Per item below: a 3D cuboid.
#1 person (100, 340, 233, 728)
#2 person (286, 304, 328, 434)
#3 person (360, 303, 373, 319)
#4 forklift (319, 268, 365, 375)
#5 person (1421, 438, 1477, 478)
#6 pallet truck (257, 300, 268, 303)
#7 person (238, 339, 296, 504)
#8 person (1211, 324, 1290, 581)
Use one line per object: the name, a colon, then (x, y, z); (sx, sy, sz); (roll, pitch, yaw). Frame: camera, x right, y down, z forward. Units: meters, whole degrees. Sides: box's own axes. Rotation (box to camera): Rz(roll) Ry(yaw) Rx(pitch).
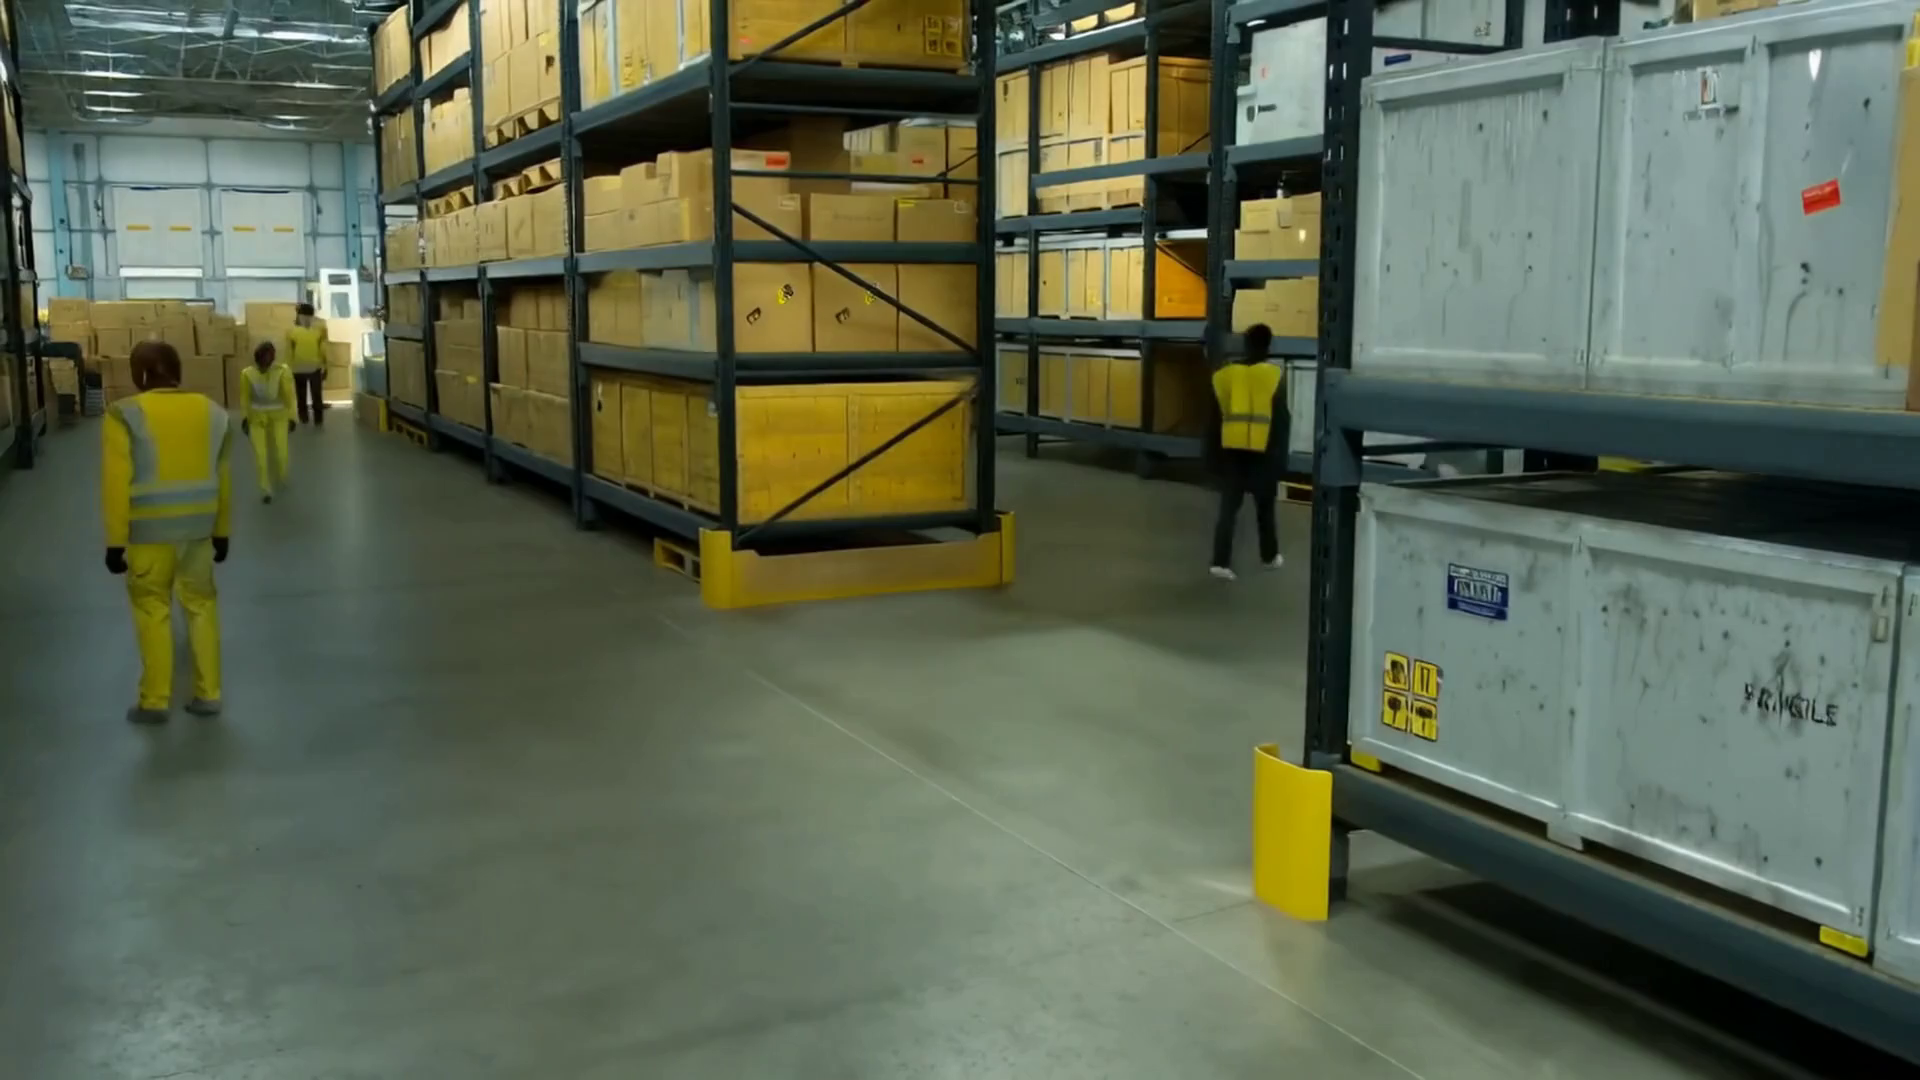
person: (-3.753, -0.028, 7.889); (0.429, 1.833, 0.631); (5, 10, 33)
person: (-9.861, -2.584, 25.134); (0.602, 1.954, 1.030); (-3, 9, -23)
person: (-20.855, -7.411, 58.609); (0.934, 1.898, 0.544); (3, 9, 20)
forklift: (-16.433, -5.812, 44.169); (1.129, 2.768, 1.873); (-1, 8, -9)
person: (3.664, -0.546, 12.201); (0.632, 1.609, 0.528); (-2, 8, -13)
pallet truck: (-23.913, -7.404, 58.171); (1.885, 1.965, 0.823); (-1, 8, -9)
person: (-6.856, -1.174, 16.478); (0.532, 1.630, 0.417); (-3, 9, -22)
person: (2.098, -0.635, 12.060); (0.606, 1.861, 1.051); (5, 9, 29)
